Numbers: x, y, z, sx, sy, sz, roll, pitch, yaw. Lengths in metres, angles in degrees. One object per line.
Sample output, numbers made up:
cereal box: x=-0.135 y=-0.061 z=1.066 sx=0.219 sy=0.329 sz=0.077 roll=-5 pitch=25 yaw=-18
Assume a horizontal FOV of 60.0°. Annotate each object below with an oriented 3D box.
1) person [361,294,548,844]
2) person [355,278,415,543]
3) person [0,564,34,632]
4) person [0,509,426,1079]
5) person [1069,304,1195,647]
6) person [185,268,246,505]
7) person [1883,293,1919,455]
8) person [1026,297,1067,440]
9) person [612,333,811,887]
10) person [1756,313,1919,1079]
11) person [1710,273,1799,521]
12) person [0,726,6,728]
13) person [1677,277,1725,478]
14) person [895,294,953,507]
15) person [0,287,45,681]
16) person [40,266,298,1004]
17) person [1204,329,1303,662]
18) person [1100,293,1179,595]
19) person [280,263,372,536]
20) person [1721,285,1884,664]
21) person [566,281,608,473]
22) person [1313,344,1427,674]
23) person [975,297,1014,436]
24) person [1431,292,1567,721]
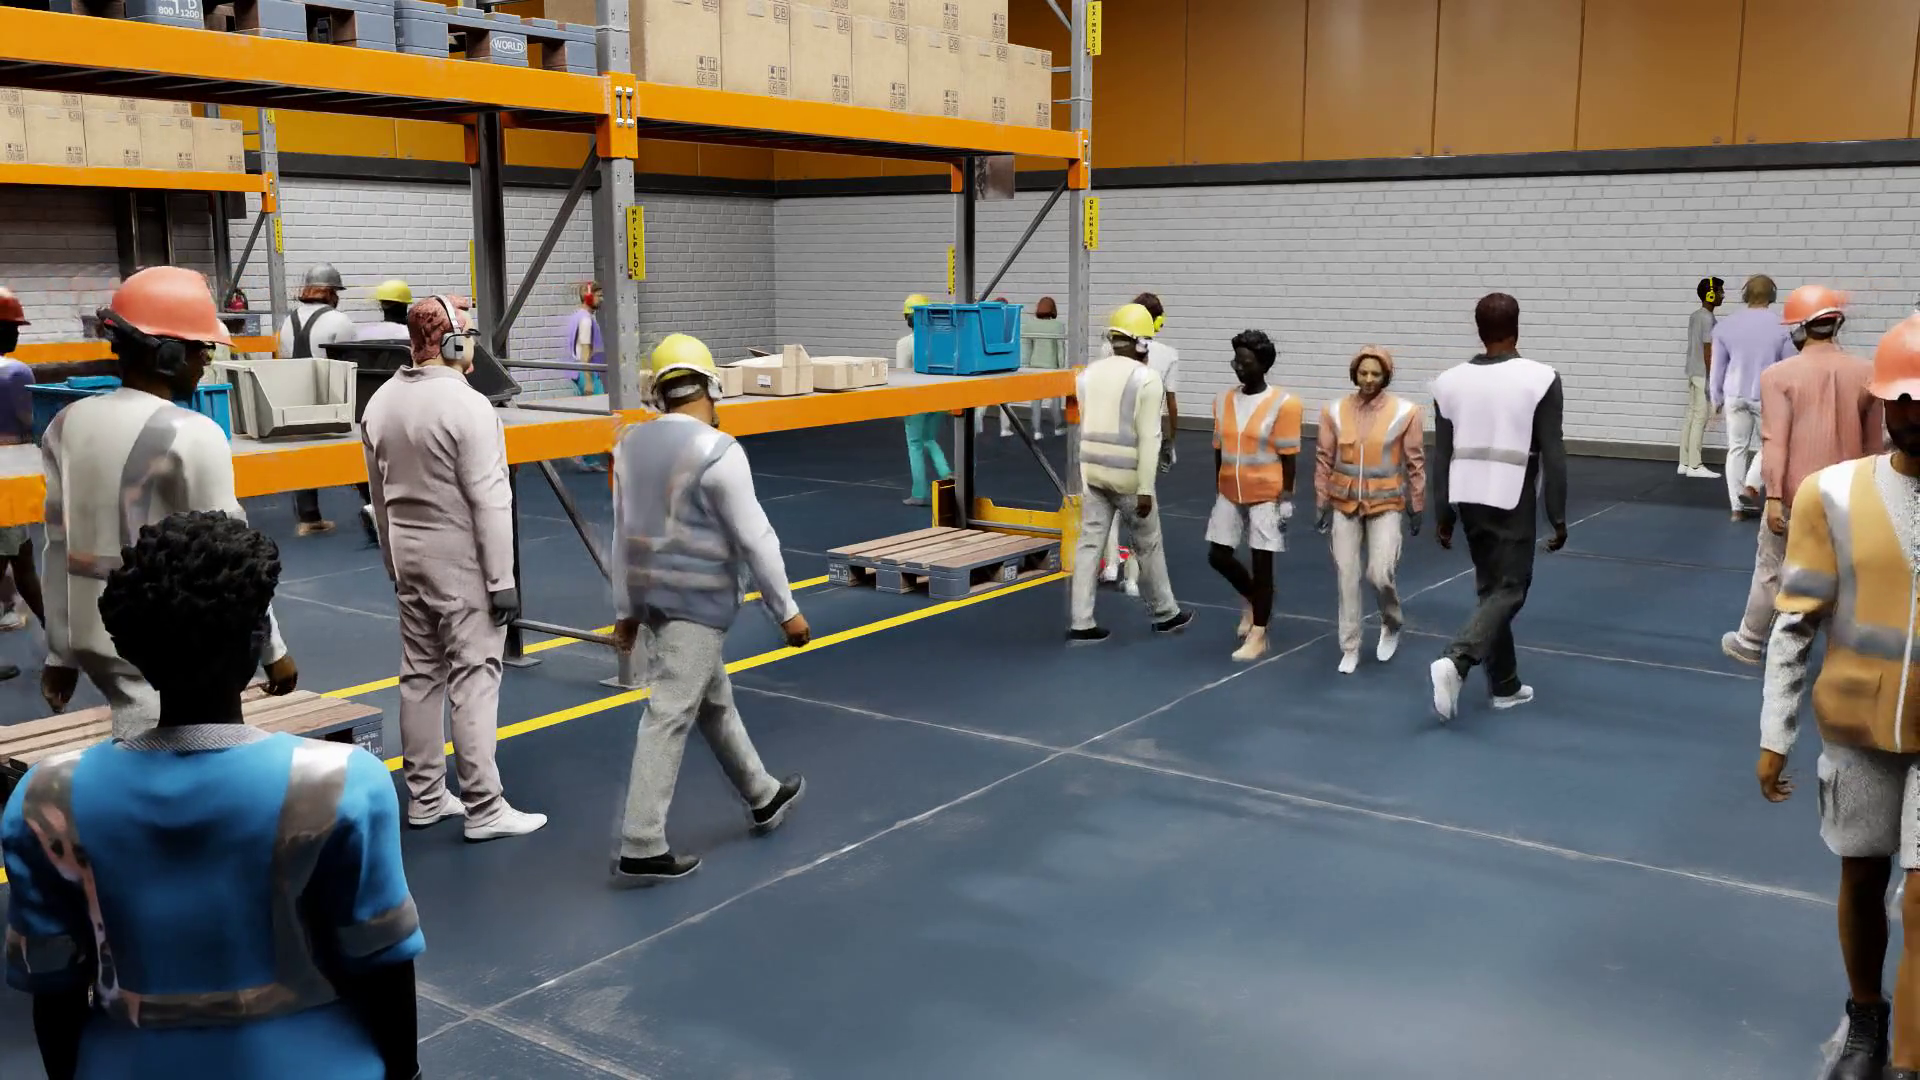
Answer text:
person: x=-1.768 y=0.102 z=5.831 sx=0.638 sy=1.910 sz=0.407 roll=6 pitch=11 yaw=34
person: x=-4.108 y=-0.927 z=11.995 sx=0.595 sy=1.904 sz=0.811 roll=3 pitch=10 yaw=19
person: x=-5.336 y=-0.393 z=8.754 sx=0.686 sy=1.929 sz=1.029 roll=4 pitch=10 yaw=23
person: x=-0.987 y=0.802 z=2.283 sx=0.531 sy=1.698 sz=0.320 roll=-1 pitch=10 yaw=-4
person: x=0.913 y=-0.347 z=8.838 sx=0.868 sy=1.787 sz=0.609 roll=-9 pitch=13 yaw=-44
person: x=-5.451 y=-0.966 z=12.003 sx=0.625 sy=1.976 sz=0.673 roll=4 pitch=10 yaw=22
person: x=5.762 y=-0.609 z=10.077 sx=0.865 sy=1.909 sz=0.635 roll=3 pitch=10 yaw=17
person: x=1.007 y=-1.963 z=19.002 sx=0.508 sy=1.601 sz=0.748 roll=4 pitch=10 yaw=20
person: x=-0.835 y=0.210 z=5.558 sx=0.898 sy=1.768 sz=0.618 roll=-9 pitch=13 yaw=-42
person: x=2.113 y=0.450 z=3.762 sx=0.567 sy=1.900 sz=0.873 roll=7 pitch=12 yaw=36
person: x=6.115 y=-1.085 z=12.837 sx=0.653 sy=1.926 sz=0.472 roll=8 pitch=12 yaw=38
person: x=-4.306 y=0.030 z=7.064 sx=0.311 sy=1.636 sz=0.521 roll=-9 pitch=13 yaw=-42
person: x=6.988 y=-1.525 z=15.626 sx=0.328 sy=1.873 sz=0.518 roll=1 pitch=10 yaw=6
person: x=-0.297 y=-1.132 z=13.612 sx=0.551 sy=1.751 sz=0.427 roll=-8 pitch=12 yaw=-39
person: x=-4.606 y=-0.280 z=8.156 sx=0.570 sy=1.891 sz=0.957 roll=5 pitch=11 yaw=28
person: x=-2.101 y=0.270 z=4.542 sx=0.616 sy=1.996 sz=0.957 roll=6 pitch=11 yaw=32
person: x=1.503 y=-0.225 z=8.442 sx=0.536 sy=1.685 sz=0.414 roll=9 pitch=13 yaw=42
person: x=1.086 y=-0.593 z=10.211 sx=0.514 sy=1.821 sz=0.624 roll=0 pitch=10 yaw=0
person: x=-4.638 y=-1.077 z=12.451 sx=0.694 sy=2.000 sz=0.896 roll=4 pitch=10 yaw=25
person: x=4.098 y=-0.243 z=7.906 sx=0.640 sy=1.921 sz=1.142 roll=0 pitch=10 yaw=2
person: x=-3.499 y=-1.524 z=15.728 sx=0.438 sy=1.831 sz=0.600 roll=-2 pitch=10 yaw=-13
person: x=2.002 y=-0.148 z=8.148 sx=0.529 sy=1.623 sz=0.369 roll=5 pitch=11 yaw=29
person: x=0.423 y=-1.968 z=19.028 sx=0.507 sy=1.615 sz=0.603 roll=4 pitch=10 yaw=24
person: x=2.333 y=-0.142 z=7.347 sx=0.795 sy=1.884 sz=0.627 roll=-9 pitch=13 yaw=-42
